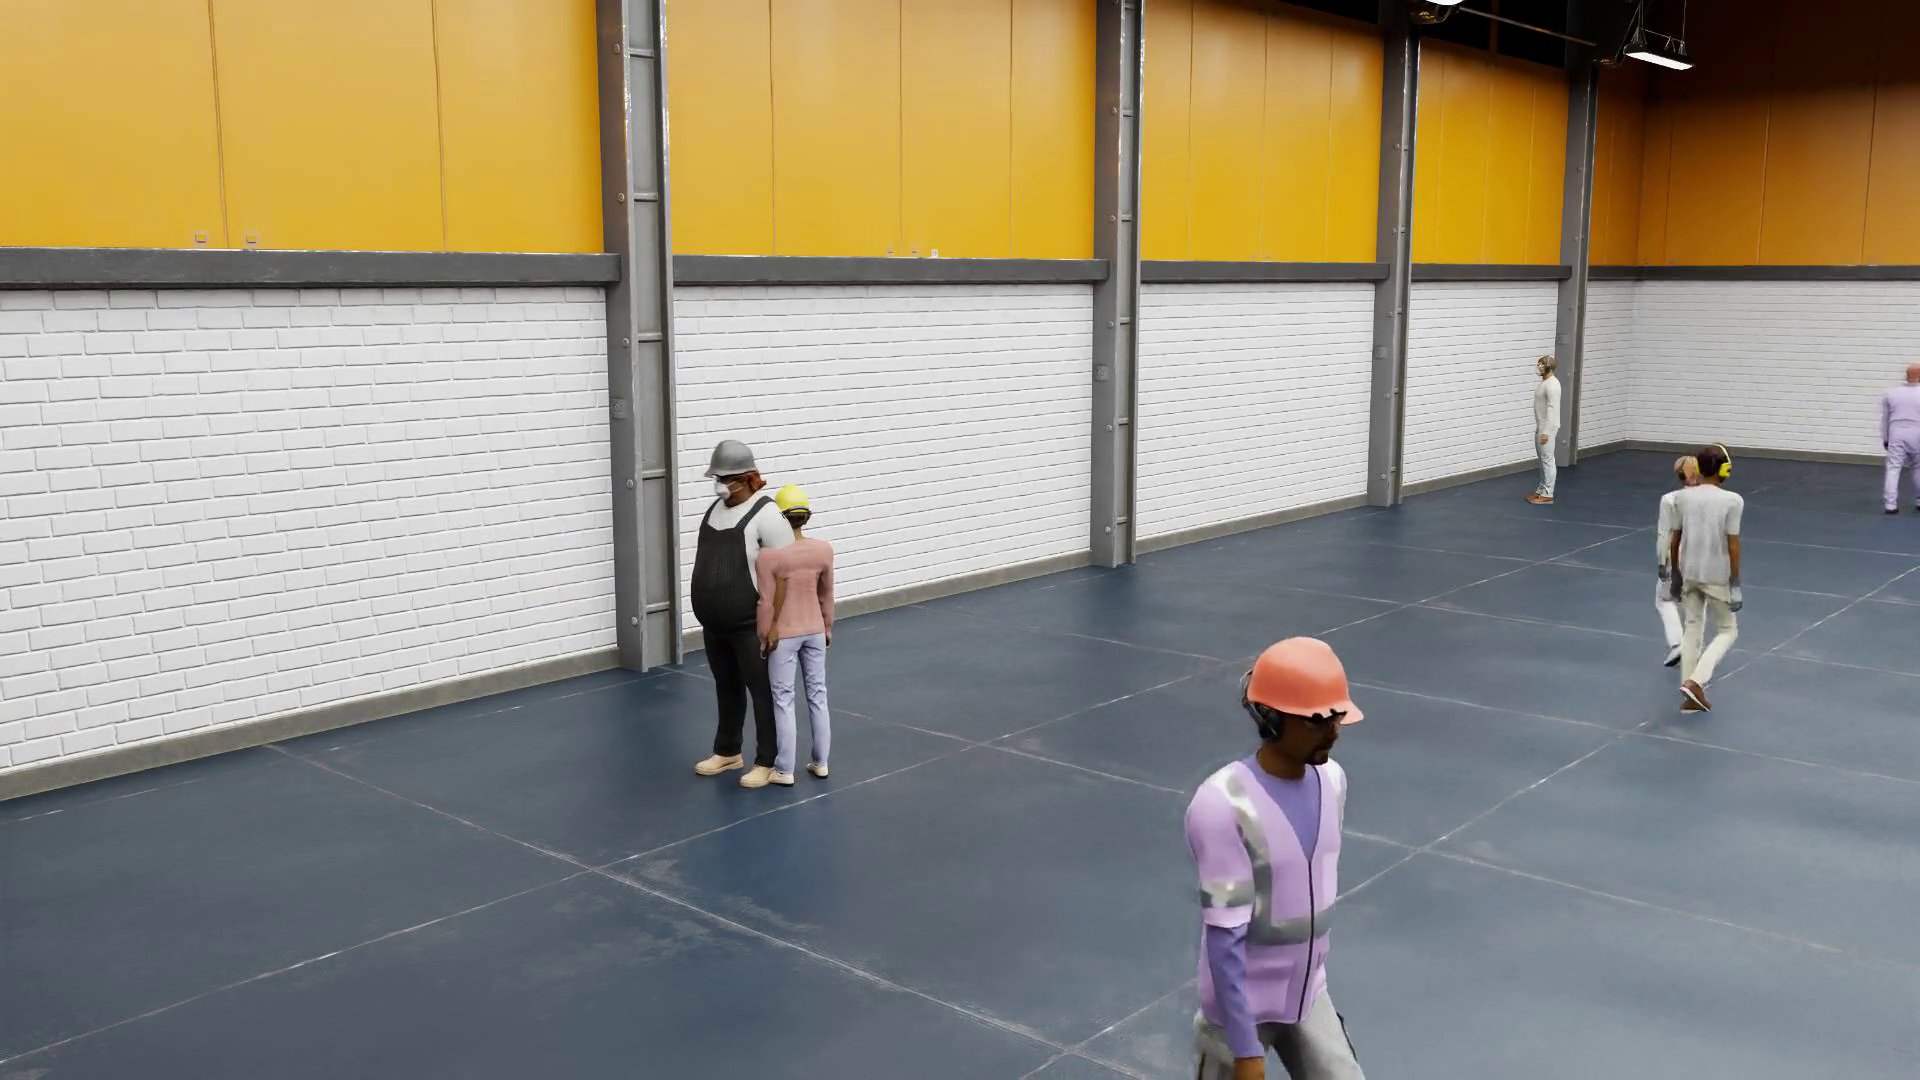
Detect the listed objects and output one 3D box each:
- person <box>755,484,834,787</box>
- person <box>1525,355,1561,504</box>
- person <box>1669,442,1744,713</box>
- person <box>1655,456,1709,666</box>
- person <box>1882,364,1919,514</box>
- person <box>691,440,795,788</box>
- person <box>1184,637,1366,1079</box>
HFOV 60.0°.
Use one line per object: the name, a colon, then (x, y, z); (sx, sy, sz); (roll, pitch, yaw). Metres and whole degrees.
person: (-0.974, 0.556, 9.730); (0.533, 1.768, 0.310); (-7, 11, -37)
person: (7.629, -1.436, 21.691); (0.371, 1.941, 0.627); (2, 9, 13)
person: (5.051, 0.270, 11.239); (0.403, 1.857, 0.556); (-6, 11, -35)
person: (5.481, 0.184, 12.510); (0.530, 1.629, 0.362); (0, 9, -2)
person: (11.929, -1.264, 20.848); (0.960, 1.855, 0.673); (-8, 12, -40)
person: (-1.315, 0.421, 9.713); (0.688, 2.000, 0.536); (8, 12, 40)
person: (0.940, 1.271, 4.503); (0.614, 2.008, 0.943); (-7, 11, -36)
